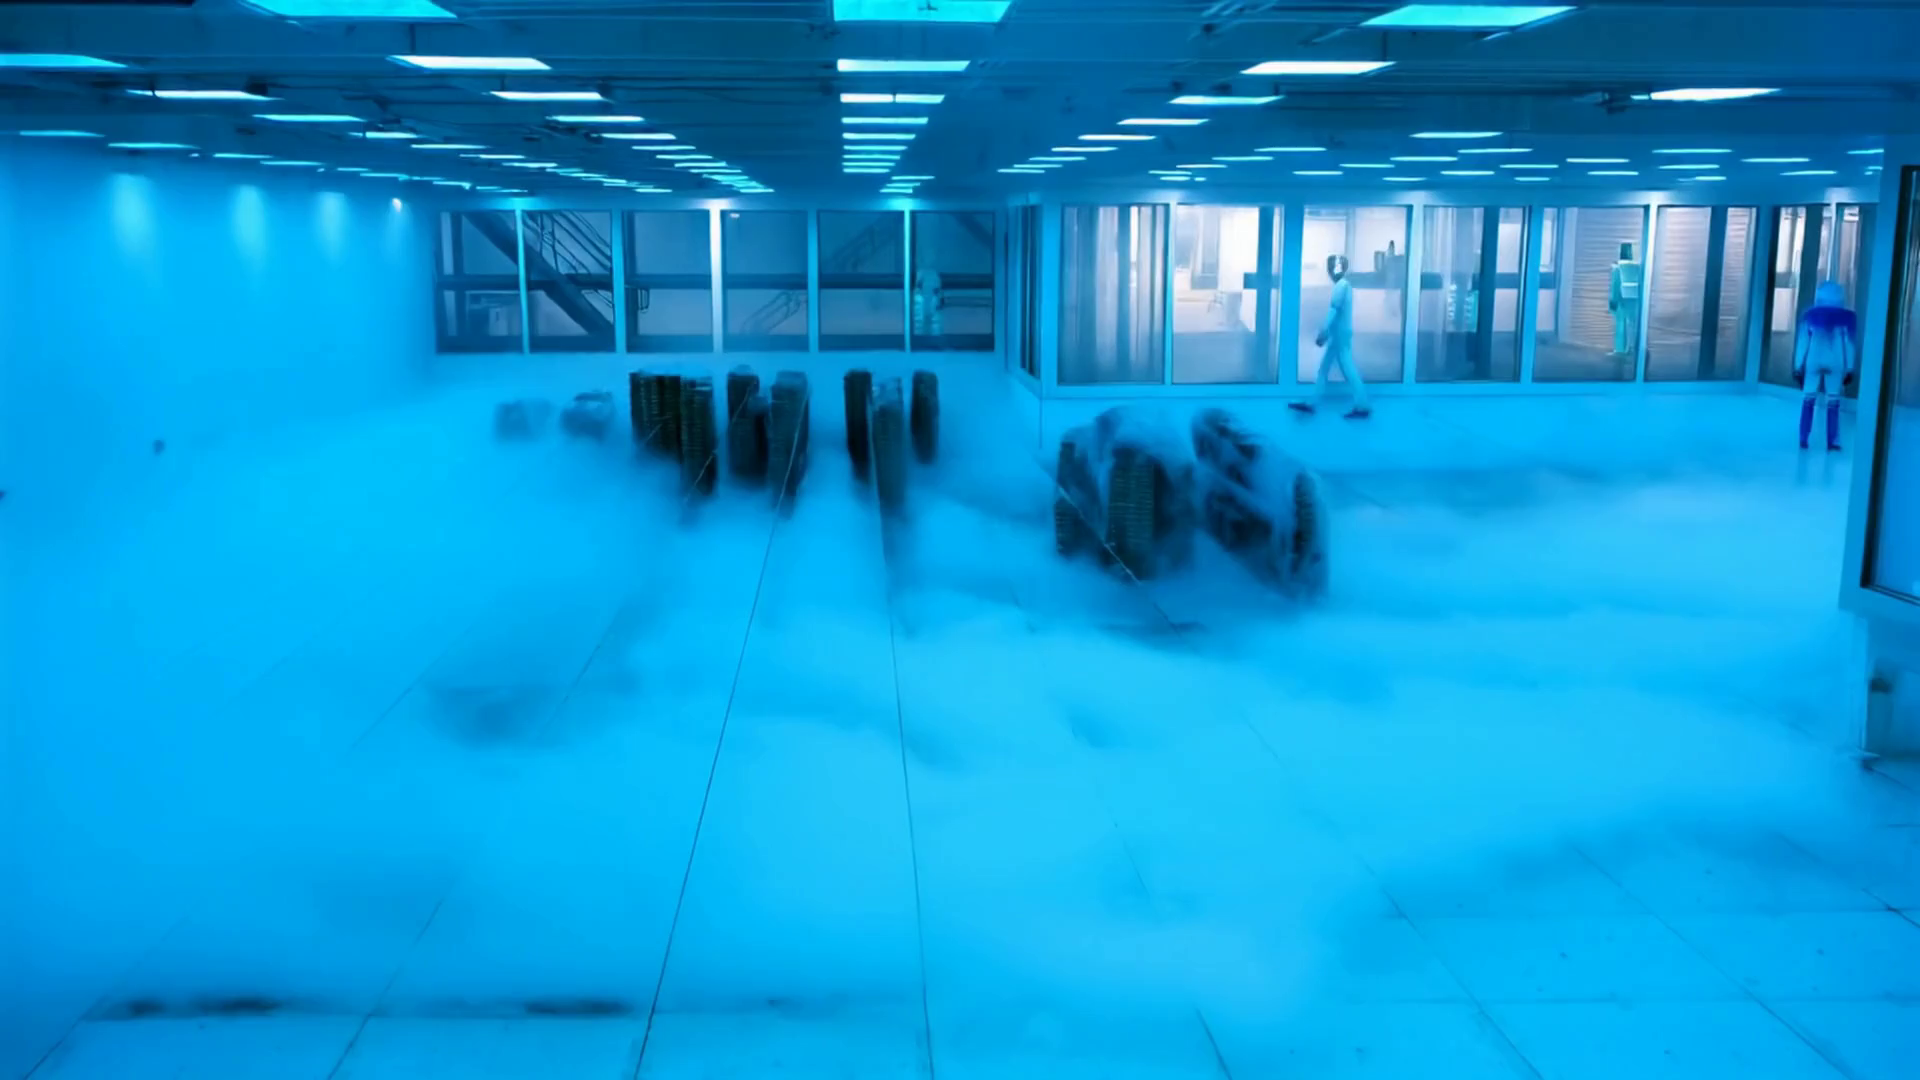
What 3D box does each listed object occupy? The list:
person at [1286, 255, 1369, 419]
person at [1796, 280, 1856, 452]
[{"bbox_3d":[4.164,-2.263,18.622,0.960,1.818,0.541,3,11,17],"label":"person"},{"bbox_3d":[8.241,-1.656,15.855,0.499,1.633,0.281,7,13,33],"label":"person"}]
